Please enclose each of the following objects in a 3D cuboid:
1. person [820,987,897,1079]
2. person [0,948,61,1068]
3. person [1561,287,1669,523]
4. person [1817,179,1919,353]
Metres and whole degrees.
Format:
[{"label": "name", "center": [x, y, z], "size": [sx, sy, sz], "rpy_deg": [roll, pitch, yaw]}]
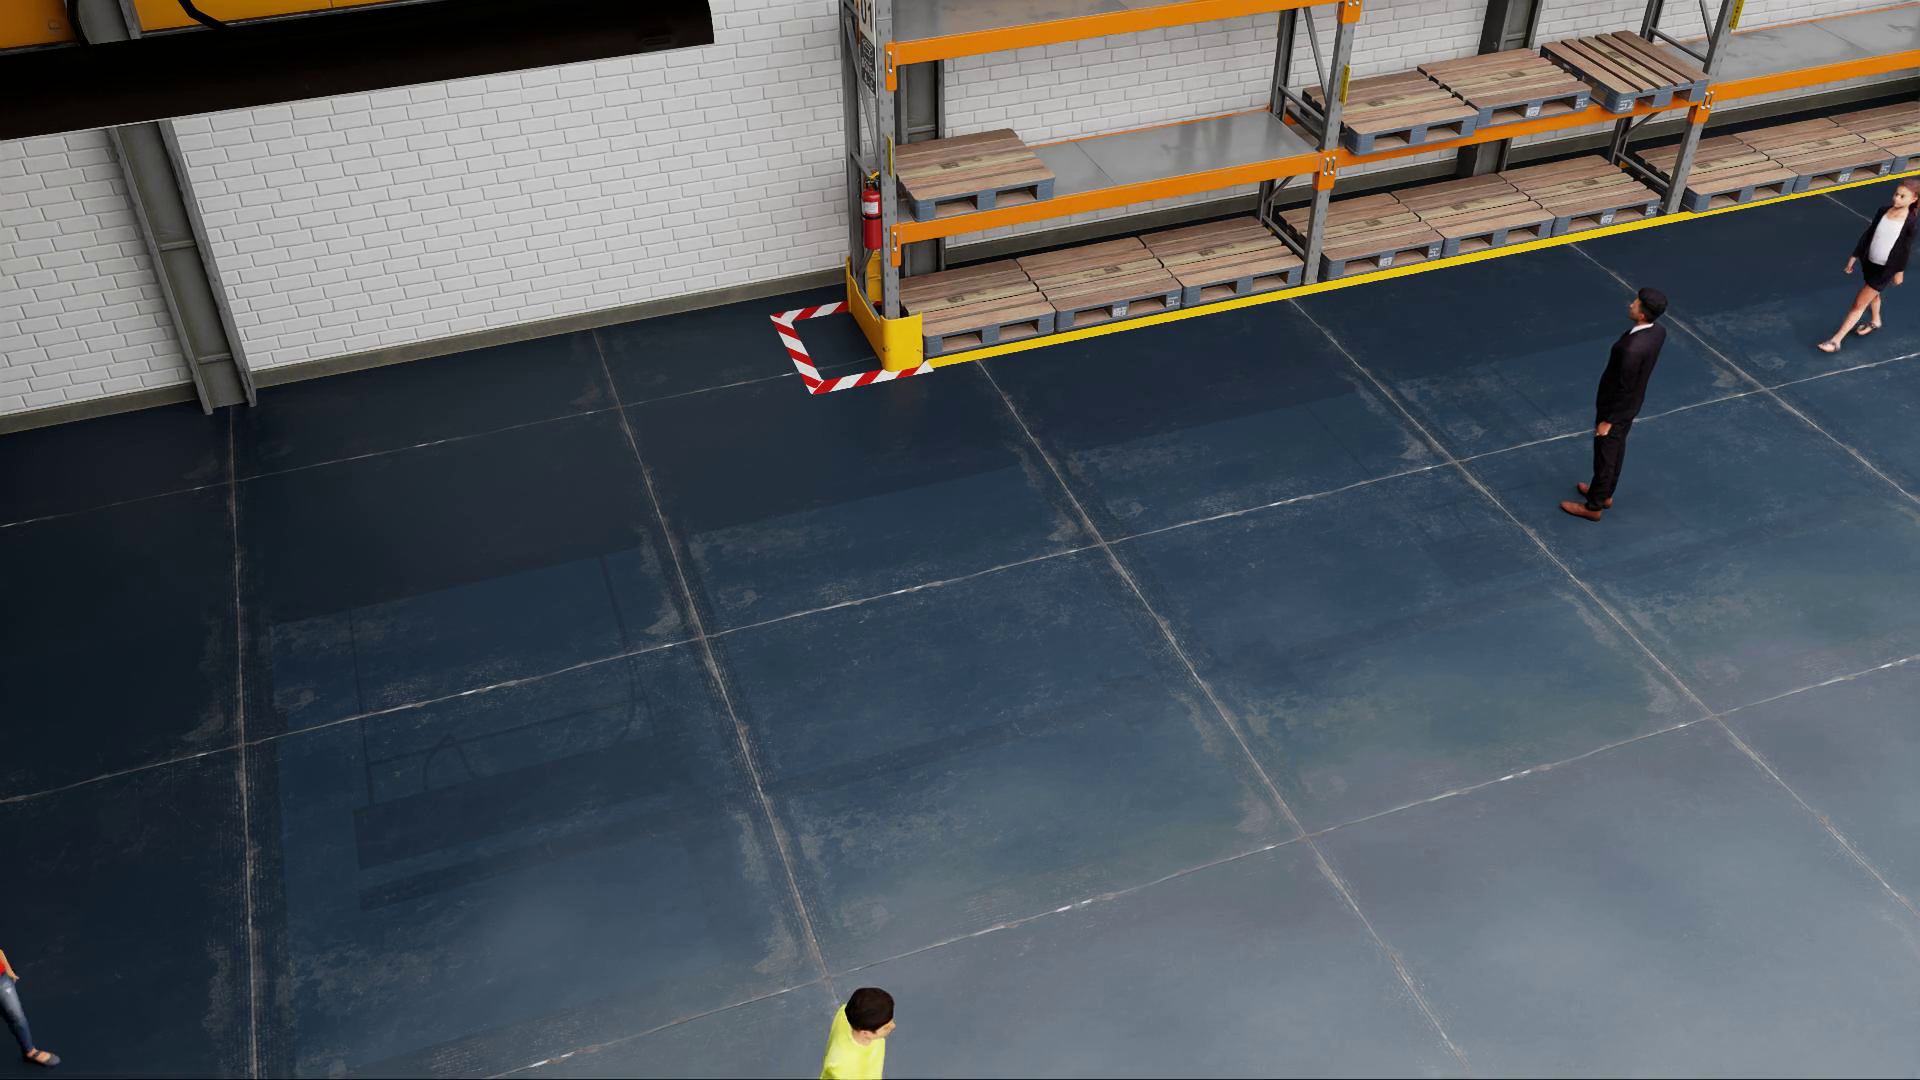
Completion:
[{"label": "person", "center": [-0.589, 2.587, 7.666], "size": [0.959, 1.669, 0.811], "rpy_deg": [-3, 39, -3]}, {"label": "person", "center": [-5.000, 2.234, 8.405], "size": [0.797, 1.299, 0.719], "rpy_deg": [14, 41, 17]}, {"label": "person", "center": [4.758, -0.975, 11.954], "size": [0.837, 1.884, 0.699], "rpy_deg": [27, 46, 29]}, {"label": "person", "center": [7.756, -2.317, 13.930], "size": [1.086, 1.514, 0.644], "rpy_deg": [-18, 42, -21]}]
